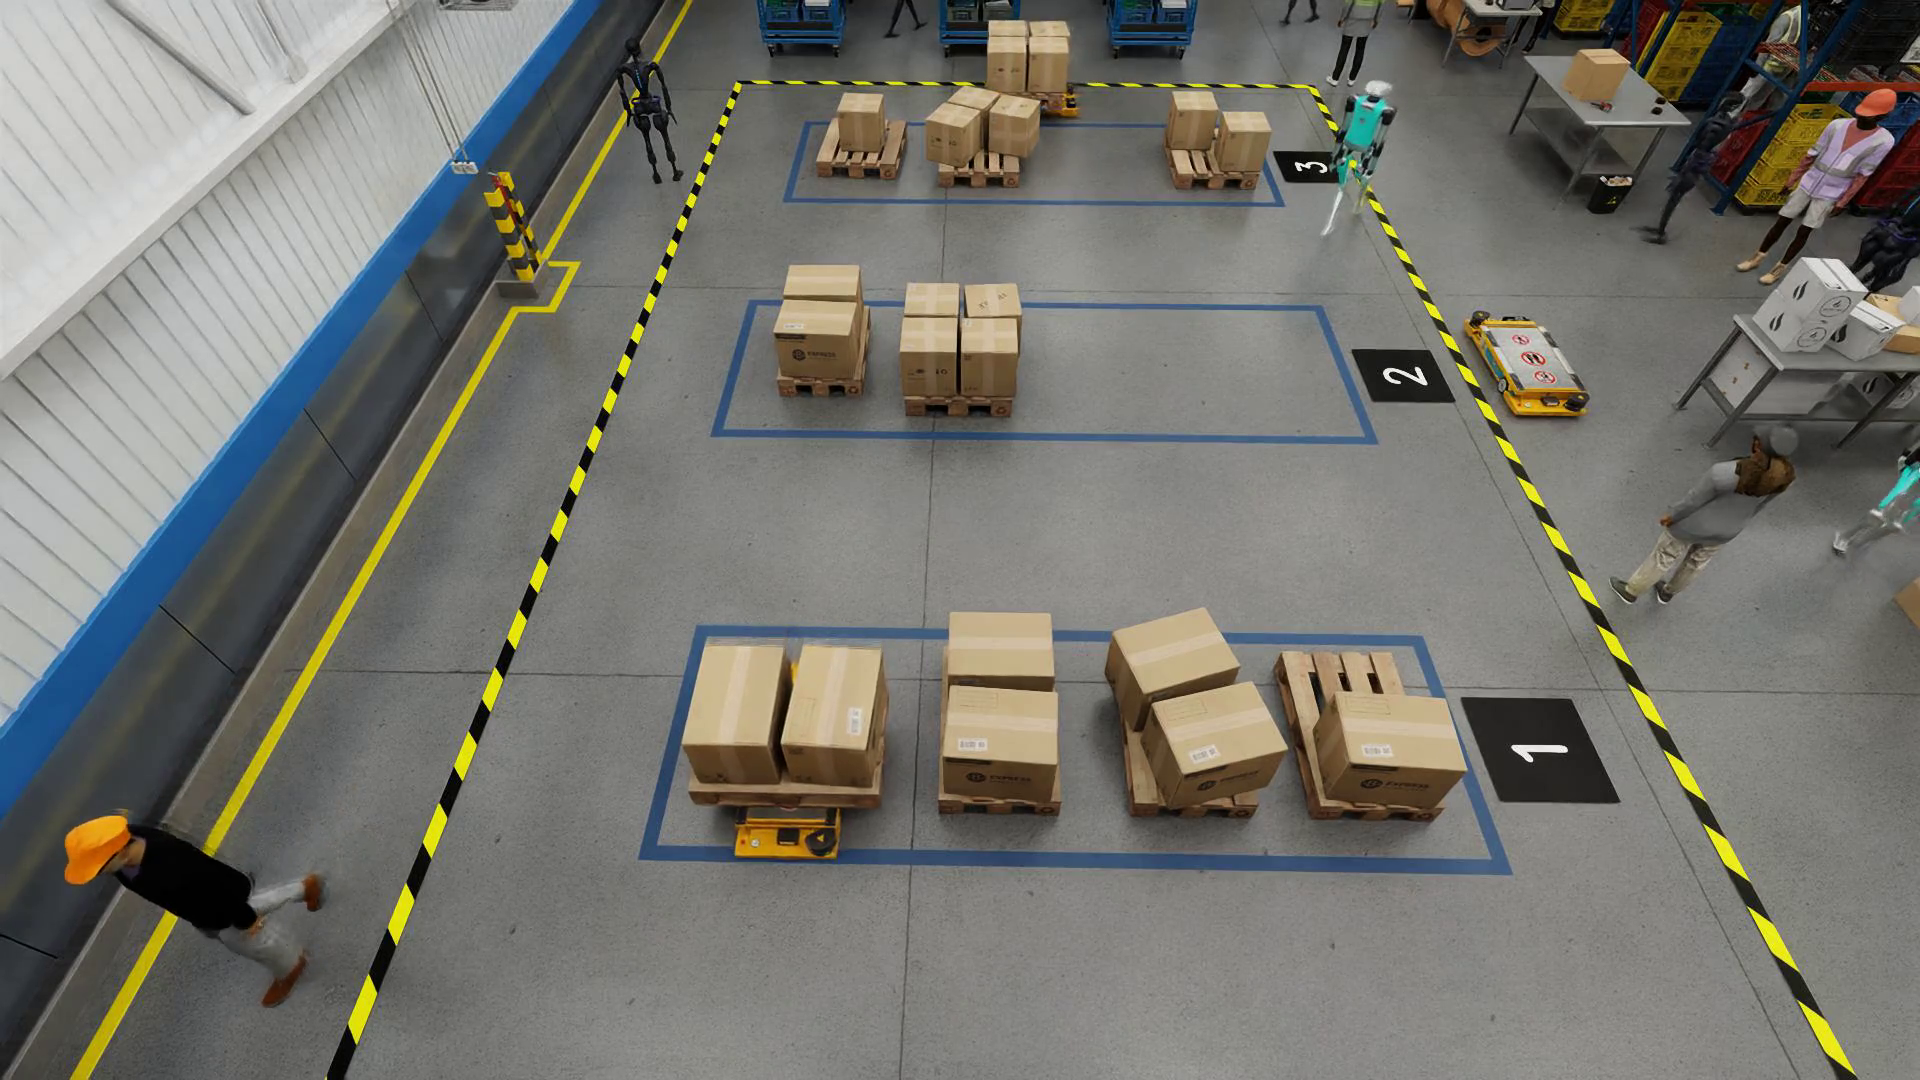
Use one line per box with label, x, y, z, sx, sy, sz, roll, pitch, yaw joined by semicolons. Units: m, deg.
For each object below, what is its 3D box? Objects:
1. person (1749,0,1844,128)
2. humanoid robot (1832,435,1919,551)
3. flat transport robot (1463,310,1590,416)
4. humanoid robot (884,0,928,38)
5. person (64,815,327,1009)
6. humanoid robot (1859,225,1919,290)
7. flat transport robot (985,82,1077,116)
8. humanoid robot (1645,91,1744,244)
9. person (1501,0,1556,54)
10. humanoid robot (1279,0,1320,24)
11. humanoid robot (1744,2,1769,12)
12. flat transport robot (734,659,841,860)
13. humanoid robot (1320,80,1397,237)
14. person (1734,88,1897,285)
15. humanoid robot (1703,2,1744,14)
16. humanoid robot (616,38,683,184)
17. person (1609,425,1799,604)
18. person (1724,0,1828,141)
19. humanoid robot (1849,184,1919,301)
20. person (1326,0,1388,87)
person;10.903;-6.243;11.908;0.588;1.823;0.403;-35;57;-26
humanoid robot;7.476;-0.460;7.028;0.749;1.850;0.545;-35;57;-26
flat transport robot;5.573;-1.757;9.054;0.659;0.231;1.431;1;49;1
humanoid robot;-0.858;-8.675;14.137;0.775;1.622;0.609;-14;51;-12
person;-3.942;1.876;4.849;0.594;1.870;0.624;17;51;14
humanoid robot;9.653;-3.103;9.293;0.377;1.646;0.603;30;56;24
flat transport robot;0.912;-6.217;12.896;1.431;0.197;0.652;1;49;1
humanoid robot;8.131;-4.092;10.152;0.363;1.662;0.591;35;58;26
person;8.749;-8.322;13.615;0.362;1.962;0.611;-32;56;-25
humanoid robot;5.555;-9.000;14.424;0.753;1.637;0.589;-27;54;-22
humanoid robot;13.260;-9.349;14.697;0.585;1.647;0.483;-18;51;-15
flat transport robot;-1.101;1.447;6.263;0.652;0.197;1.431;1;49;1
humanoid robot;4.567;-4.359;10.360;0.547;1.793;0.913;34;57;26
person;8.914;-3.643;9.525;0.397;2.031;0.611;-22;53;-18
humanoid robot;11.060;-7.918;13.410;0.599;1.766;0.881;4;49;4
humanoid robot;-3.763;-5.167;11.067;0.599;1.653;0.315;-8;50;-7
person;5.430;-0.130;6.653;0.560;1.768;0.399;2;49;2
person;10.488;-6.099;11.771;0.632;1.842;0.429;-9;50;-8
humanoid robot;9.352;-2.982;9.204;0.609;1.644;0.619;0;49;0
person;5.612;-7.348;12.847;0.588;1.851;0.384;2;49;2
